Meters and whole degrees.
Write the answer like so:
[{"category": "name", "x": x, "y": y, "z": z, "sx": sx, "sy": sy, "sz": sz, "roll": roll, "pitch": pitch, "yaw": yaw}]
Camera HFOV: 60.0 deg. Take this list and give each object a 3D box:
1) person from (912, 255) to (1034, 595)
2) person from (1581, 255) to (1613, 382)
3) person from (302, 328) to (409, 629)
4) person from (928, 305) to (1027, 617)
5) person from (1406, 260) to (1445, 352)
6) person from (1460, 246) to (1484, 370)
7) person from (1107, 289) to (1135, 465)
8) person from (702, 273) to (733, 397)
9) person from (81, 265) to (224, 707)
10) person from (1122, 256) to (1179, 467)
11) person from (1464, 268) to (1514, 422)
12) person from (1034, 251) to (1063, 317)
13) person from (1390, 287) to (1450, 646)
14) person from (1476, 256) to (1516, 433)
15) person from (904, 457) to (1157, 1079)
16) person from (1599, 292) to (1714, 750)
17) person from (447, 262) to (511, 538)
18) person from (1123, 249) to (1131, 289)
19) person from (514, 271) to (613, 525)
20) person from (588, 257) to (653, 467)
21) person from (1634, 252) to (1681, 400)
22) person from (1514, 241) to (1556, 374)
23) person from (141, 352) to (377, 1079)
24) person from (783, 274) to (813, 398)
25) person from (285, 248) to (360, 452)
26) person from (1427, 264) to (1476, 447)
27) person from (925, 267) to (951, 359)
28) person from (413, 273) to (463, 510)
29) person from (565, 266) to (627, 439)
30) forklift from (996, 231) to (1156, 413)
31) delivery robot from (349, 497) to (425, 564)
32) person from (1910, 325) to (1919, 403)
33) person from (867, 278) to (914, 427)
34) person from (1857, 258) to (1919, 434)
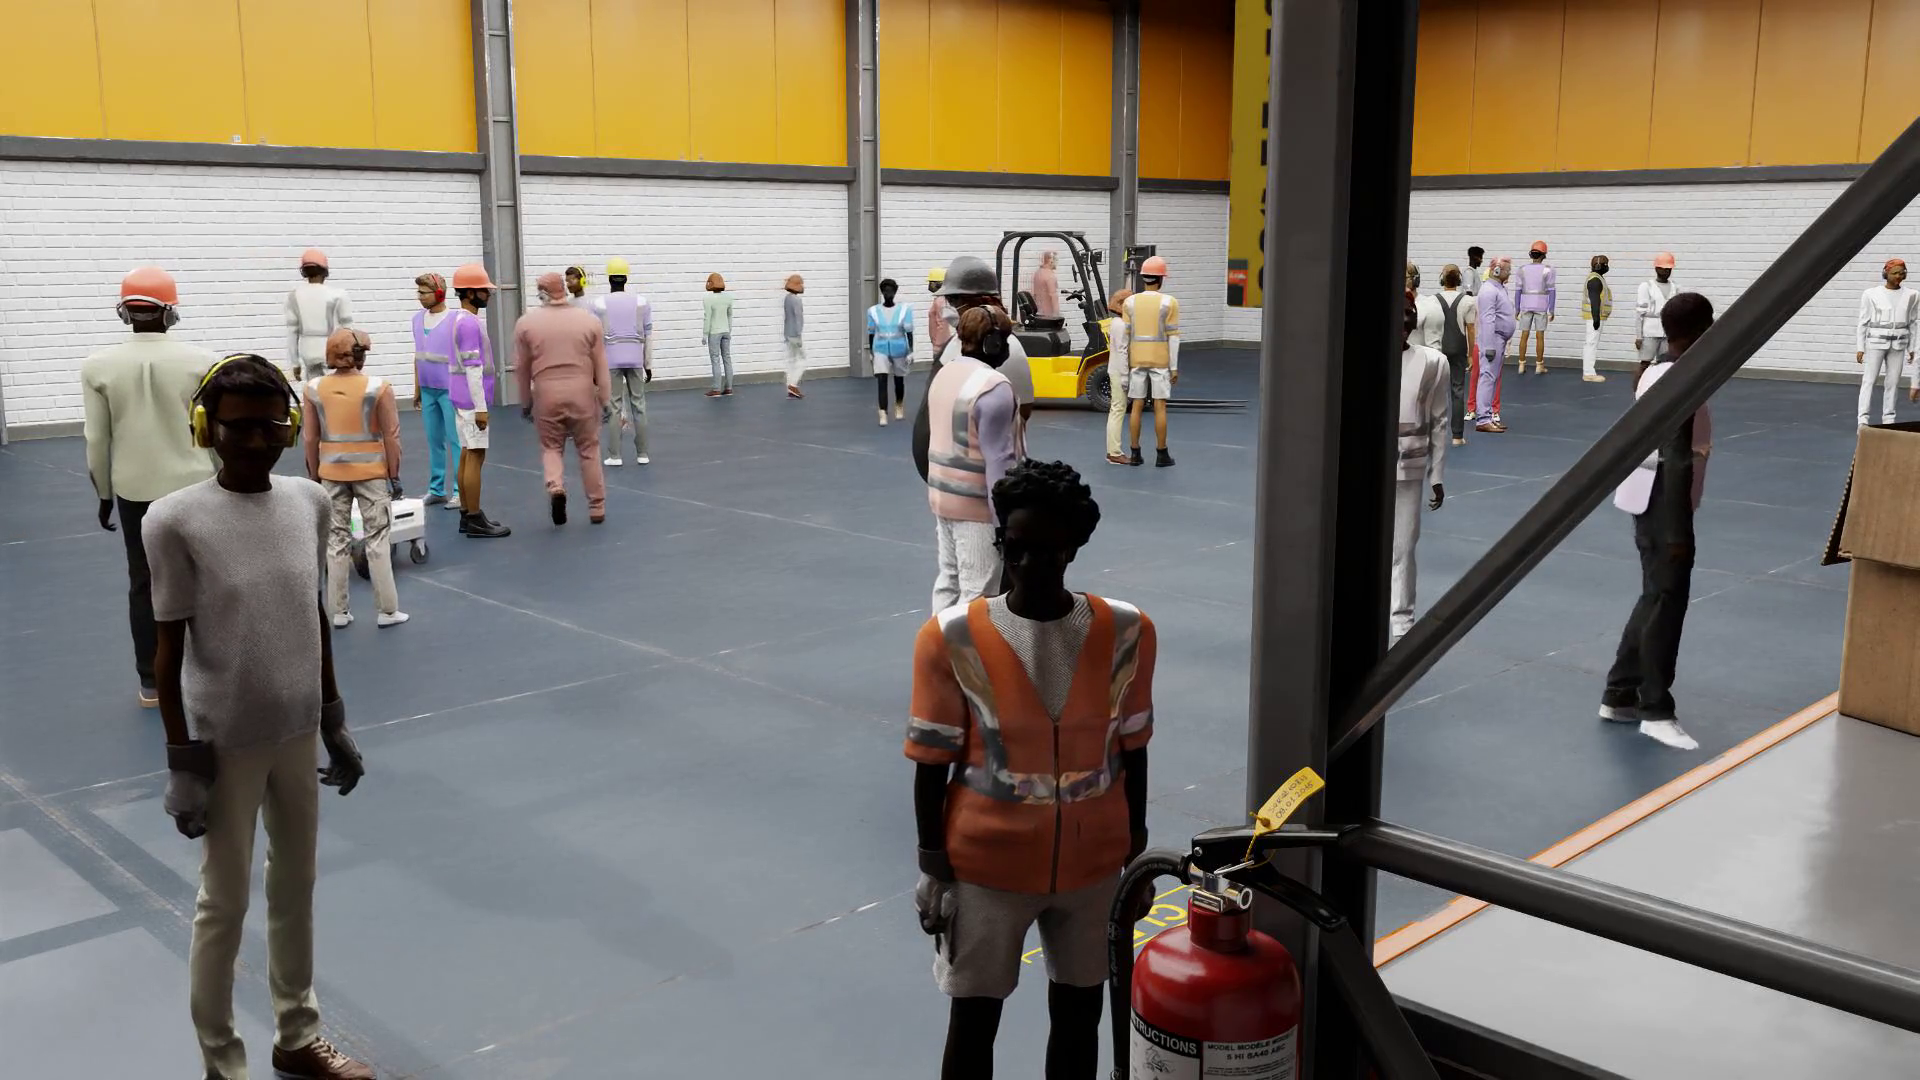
[{"category": "person", "x": 0.037, "y": -0.345, "z": 8.026, "sx": 0.536, "sy": 2.000, "sz": 0.683, "roll": -5, "pitch": 12, "yaw": -25}, {"category": "person", "x": 9.336, "y": -3.247, "z": 24.398, "sx": 0.429, "sy": 1.844, "sz": 0.627, "roll": 3, "pitch": 11, "yaw": 18}, {"category": "person", "x": -3.284, "y": -0.326, "z": 9.028, "sx": 0.516, "sy": 1.636, "sz": 0.314, "roll": 0, "pitch": 10, "yaw": 1}, {"category": "person", "x": 0.074, "y": -0.132, "z": 7.469, "sx": 0.431, "sy": 1.833, "sz": 0.643, "roll": -4, "pitch": 11, "yaw": -22}, {"category": "person", "x": 3.528, "y": -1.258, "z": 13.284, "sx": 0.629, "sy": 1.940, "sz": 0.373, "roll": 10, "pitch": 14, "yaw": 43}, {"category": "person", "x": 8.117, "y": -3.681, "z": 26.423, "sx": 0.367, "sy": 1.965, "sz": 0.604, "roll": 3, "pitch": 11, "yaw": 16}, {"category": "person", "x": 1.517, "y": -1.527, "z": 15.582, "sx": 0.271, "sy": 1.632, "sz": 0.508, "roll": 0, "pitch": 10, "yaw": 0}, {"category": "person", "x": -3.221, "y": -2.720, "z": 22.088, "sx": 0.282, "sy": 1.633, "sz": 0.498, "roll": 8, "pitch": 13, "yaw": 38}, {"category": "person", "x": -3.602, "y": -0.236, "z": 7.550, "sx": 0.609, "sy": 1.996, "sz": 0.383, "roll": -3, "pitch": 11, "yaw": -15}, {"category": "person", "x": 1.762, "y": -1.641, "z": 15.374, "sx": 0.547, "sy": 1.937, "sz": 0.379, "roll": 5, "pitch": 11, "yaw": 24}, {"category": "person", "x": 6.068, "y": -2.239, "z": 19.104, "sx": 0.522, "sy": 1.768, "sz": 0.312, "roll": 4, "pitch": 11, "yaw": 22}, {"category": "person", "x": 1.381, "y": -3.594, "z": 26.174, "sx": 0.457, "sy": 1.887, "sz": 0.658, "roll": -2, "pitch": 11, "yaw": -12}, {"category": "person", "x": 2.144, "y": -0.330, "z": 8.367, "sx": 0.584, "sy": 1.883, "sz": 0.345, "roll": 2, "pitch": 11, "yaw": 11}, {"category": "person", "x": 5.831, "y": -2.128, "z": 18.120, "sx": 0.411, "sy": 1.908, "sz": 0.643, "roll": 5, "pitch": 11, "yaw": 24}, {"category": "person", "x": 0.154, "y": 0.668, "z": 3.432, "sx": 0.540, "sy": 1.698, "sz": 0.317, "roll": -2, "pitch": 11, "yaw": -13}, {"category": "person", "x": 2.982, "y": -0.090, "z": 7.092, "sx": 0.356, "sy": 1.890, "sz": 0.726, "roll": 3, "pitch": 11, "yaw": 15}, {"category": "person", "x": -3.431, "y": -0.985, "z": 11.791, "sx": 0.361, "sy": 1.940, "sz": 0.543, "roll": -5, "pitch": 11, "yaw": -25}, {"category": "person", "x": 2.810, "y": -3.748, "z": 26.922, "sx": 0.381, "sy": 1.917, "sz": 0.586, "roll": -1, "pitch": 10, "yaw": -6}, {"category": "person", "x": -2.884, "y": -1.015, "z": 12.137, "sx": 0.705, "sy": 1.880, "sz": 0.587, "roll": -2, "pitch": 11, "yaw": -11}, {"category": "person", "x": -3.131, "y": -1.638, "z": 15.380, "sx": 0.585, "sy": 1.928, "sz": 0.378, "roll": -4, "pitch": 11, "yaw": -23}, {"category": "person", "x": 8.333, "y": -2.459, "z": 19.836, "sx": 0.551, "sy": 1.934, "sz": 0.373, "roll": -2, "pitch": 11, "yaw": -9}, {"category": "person", "x": 8.870, "y": -3.579, "z": 25.655, "sx": 0.615, "sy": 2.043, "sz": 0.373, "roll": 7, "pitch": 12, "yaw": 32}, {"category": "person", "x": -1.664, "y": 0.485, "z": 3.988, "sx": 0.330, "sy": 1.864, "sz": 0.512, "roll": 6, "pitch": 12, "yaw": 29}, {"category": "person", "x": -2.129, "y": -2.652, "z": 21.730, "sx": 0.345, "sy": 1.617, "sz": 0.527, "roll": -5, "pitch": 12, "yaw": -27}, {"category": "person", "x": -6.014, "y": -1.726, "z": 15.623, "sx": 0.617, "sy": 2.020, "sz": 0.888, "roll": 1, "pitch": 10, "yaw": 3}, {"category": "person", "x": 4.941, "y": -1.863, "z": 16.835, "sx": 0.507, "sy": 1.847, "sz": 0.345, "roll": 3, "pitch": 11, "yaw": 17}, {"category": "person", "x": -0.242, "y": -2.215, "z": 18.971, "sx": 0.314, "sy": 1.769, "sz": 0.524, "roll": 0, "pitch": 10, "yaw": 3}, {"category": "person", "x": -4.046, "y": -1.161, "z": 13.029, "sx": 0.563, "sy": 1.838, "sz": 0.389, "roll": 6, "pitch": 12, "yaw": 29}, {"category": "person", "x": -3.933, "y": -1.990, "z": 17.611, "sx": 0.513, "sy": 1.820, "sz": 0.977, "roll": 6, "pitch": 12, "yaw": 31}, {"category": "forklift", "x": 1.222, "y": -2.721, "z": 20.561, "sx": 2.313, "sy": 2.155, "sz": 1.214, "roll": 2, "pitch": 11, "yaw": 13}, {"category": "delivery robot", "x": -3.751, "y": -0.118, "z": 10.588, "sx": 0.477, "sy": 0.478, "sz": 0.707, "roll": 4, "pitch": 11, "yaw": 23}, {"category": "person", "x": 8.405, "y": -1.338, "z": 14.096, "sx": 0.617, "sy": 1.808, "sz": 0.438, "roll": 3, "pitch": 11, "yaw": 15}, {"category": "person", "x": -0.785, "y": -2.147, "z": 18.884, "sx": 0.534, "sy": 1.661, "sz": 0.827, "roll": 0, "pitch": 10, "yaw": 1}, {"category": "person", "x": 9.896, "y": -2.053, "z": 17.764, "sx": 0.586, "sy": 1.883, "sz": 0.341, "roll": 2, "pitch": 11, "yaw": 10}]
